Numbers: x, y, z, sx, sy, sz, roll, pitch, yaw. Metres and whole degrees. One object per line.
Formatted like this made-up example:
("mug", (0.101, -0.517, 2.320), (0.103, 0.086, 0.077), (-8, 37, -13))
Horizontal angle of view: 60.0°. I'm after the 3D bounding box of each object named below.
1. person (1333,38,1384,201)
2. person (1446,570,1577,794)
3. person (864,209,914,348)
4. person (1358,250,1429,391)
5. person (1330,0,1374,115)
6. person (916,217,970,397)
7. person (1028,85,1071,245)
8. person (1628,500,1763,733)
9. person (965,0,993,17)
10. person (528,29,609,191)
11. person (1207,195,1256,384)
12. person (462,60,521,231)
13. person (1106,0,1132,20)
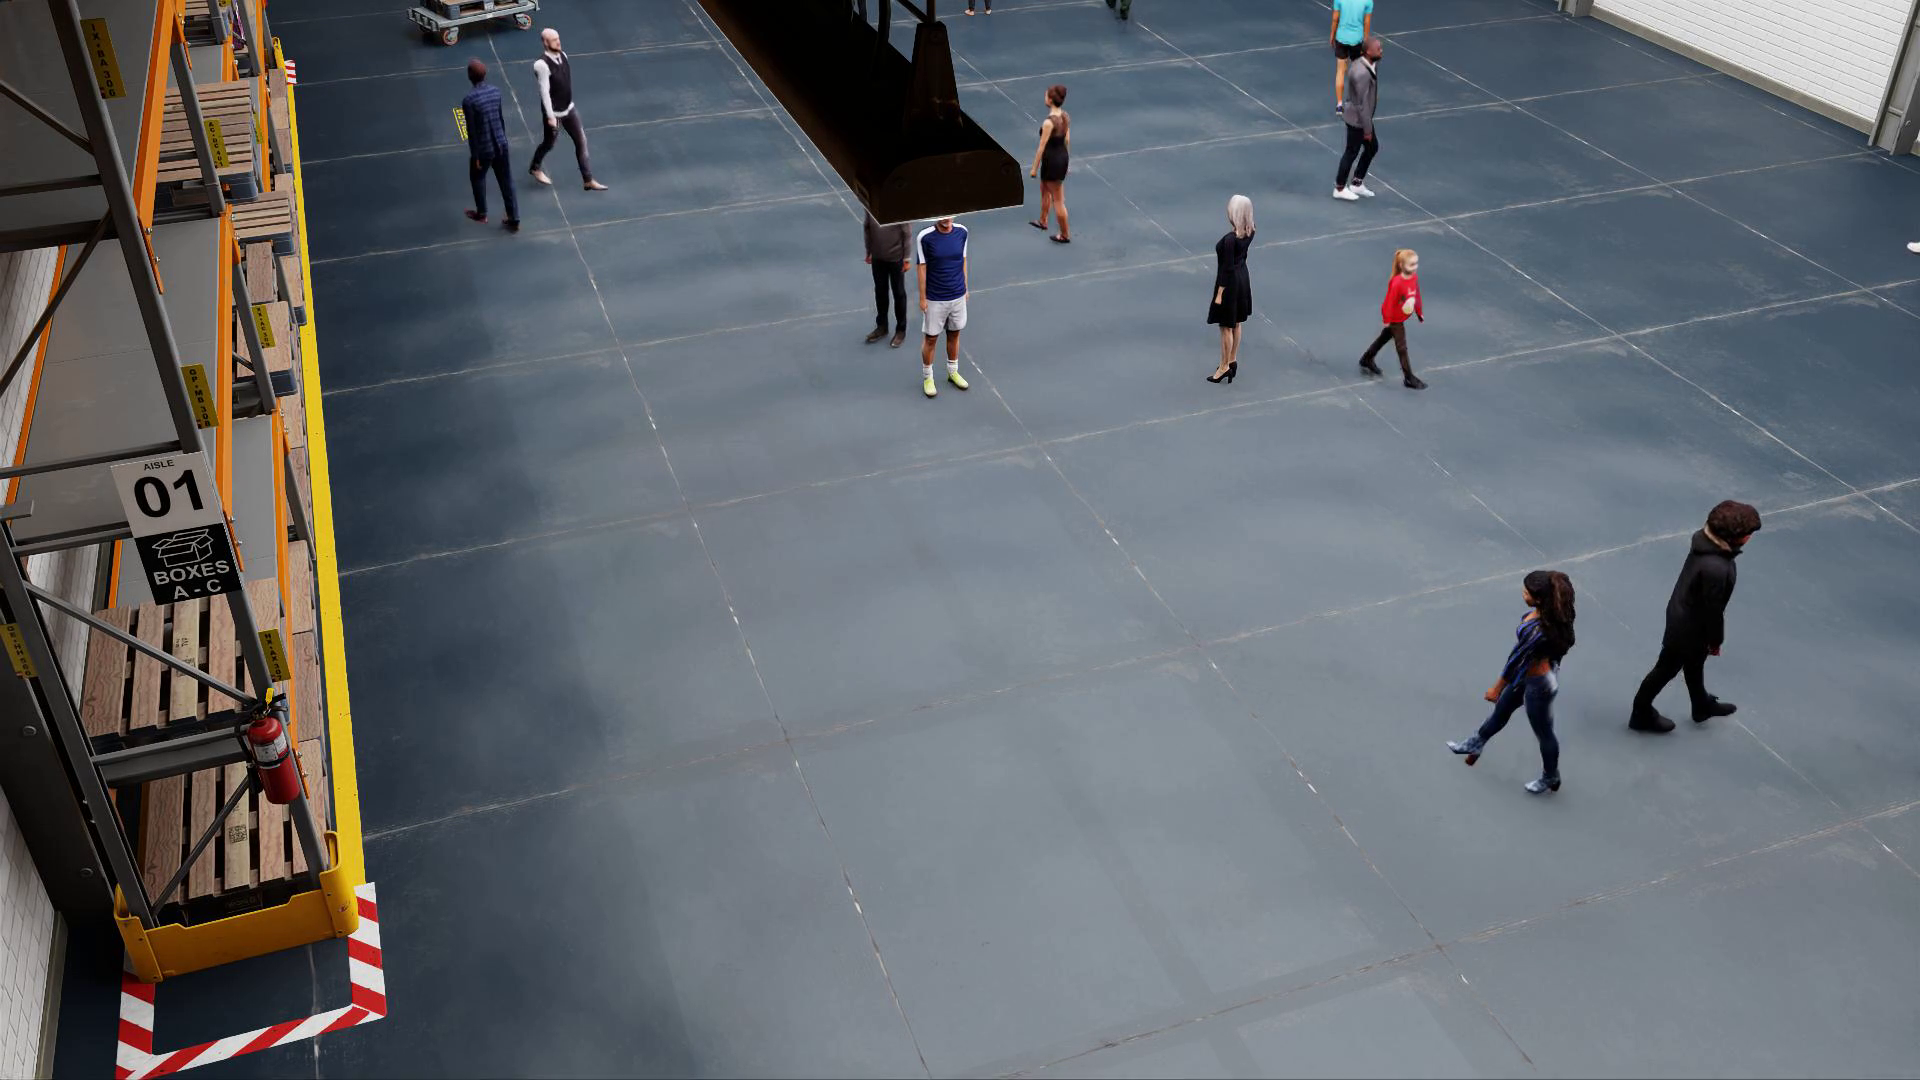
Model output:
("person", (4.255, -4.578, 18.131), (0.924, 1.802, 0.846), (11, 35, 16))
("person", (3.569, 0.896, 10.086), (1.060, 1.591, 1.000), (12, 35, 17))
("person", (-0.642, -2.628, 15.230), (0.767, 1.766, 0.685), (-5, 34, -8))
("person", (3.816, -1.983, 14.729), (0.999, 1.247, 0.795), (26, 41, 33))
("person", (4.786, -6.116, 20.487), (0.823, 1.756, 0.905), (7, 34, 10))
("person", (-0.147, -2.152, 14.448), (0.658, 1.839, 0.591), (-16, 37, -23))
("person", (1.044, -3.844, 17.160), (0.925, 1.655, 0.828), (19, 38, 26))
("person", (4.538, 0.508, 10.532), (0.980, 1.744, 0.992), (6, 34, 9))
("person", (0.273, -8.515, 24.123), (0.636, 1.726, 0.552), (-7, 34, -11))
("person", (-4.502, -4.720, 18.363), (1.283, 1.782, 1.250), (13, 36, 19))
("person", (2.379, -2.207, 14.614), (0.745, 1.746, 0.705), (20, 38, 27))
("person", (-4.869, -4.099, 17.415), (1.073, 1.796, 0.951), (24, 40, 31))
("person", (2.367, -8.424, 23.911), (0.825, 1.809, 1.104), (-3, 34, -5))
